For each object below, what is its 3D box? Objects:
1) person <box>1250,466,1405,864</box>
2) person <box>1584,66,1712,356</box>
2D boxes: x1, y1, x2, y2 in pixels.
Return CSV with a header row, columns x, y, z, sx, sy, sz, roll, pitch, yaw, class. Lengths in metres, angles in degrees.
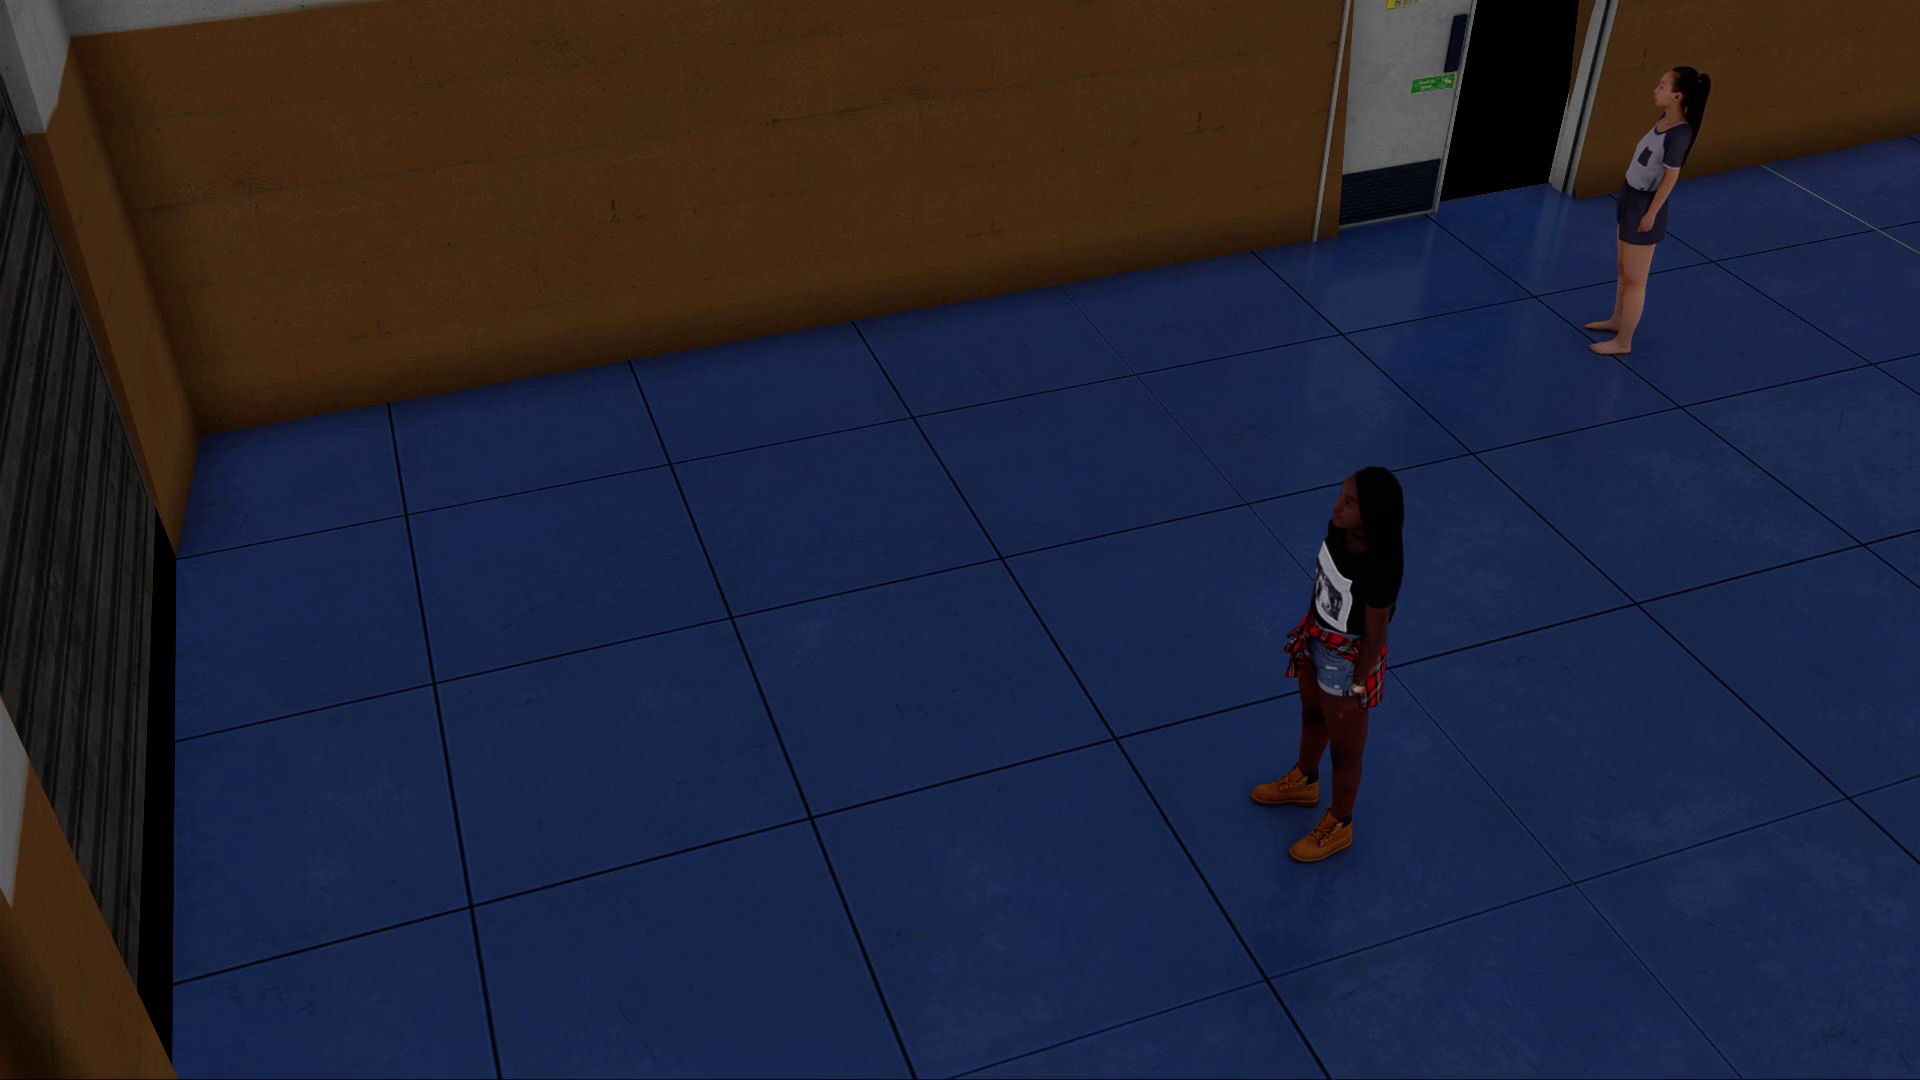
x,y,z,sx,sy,sz,roll,pitch,yaw,class
1.396,0.448,6.112,0.675,1.729,0.542,-10,38,-13,person
3.801,-1.814,9.191,0.732,1.651,0.622,6,37,8,person
